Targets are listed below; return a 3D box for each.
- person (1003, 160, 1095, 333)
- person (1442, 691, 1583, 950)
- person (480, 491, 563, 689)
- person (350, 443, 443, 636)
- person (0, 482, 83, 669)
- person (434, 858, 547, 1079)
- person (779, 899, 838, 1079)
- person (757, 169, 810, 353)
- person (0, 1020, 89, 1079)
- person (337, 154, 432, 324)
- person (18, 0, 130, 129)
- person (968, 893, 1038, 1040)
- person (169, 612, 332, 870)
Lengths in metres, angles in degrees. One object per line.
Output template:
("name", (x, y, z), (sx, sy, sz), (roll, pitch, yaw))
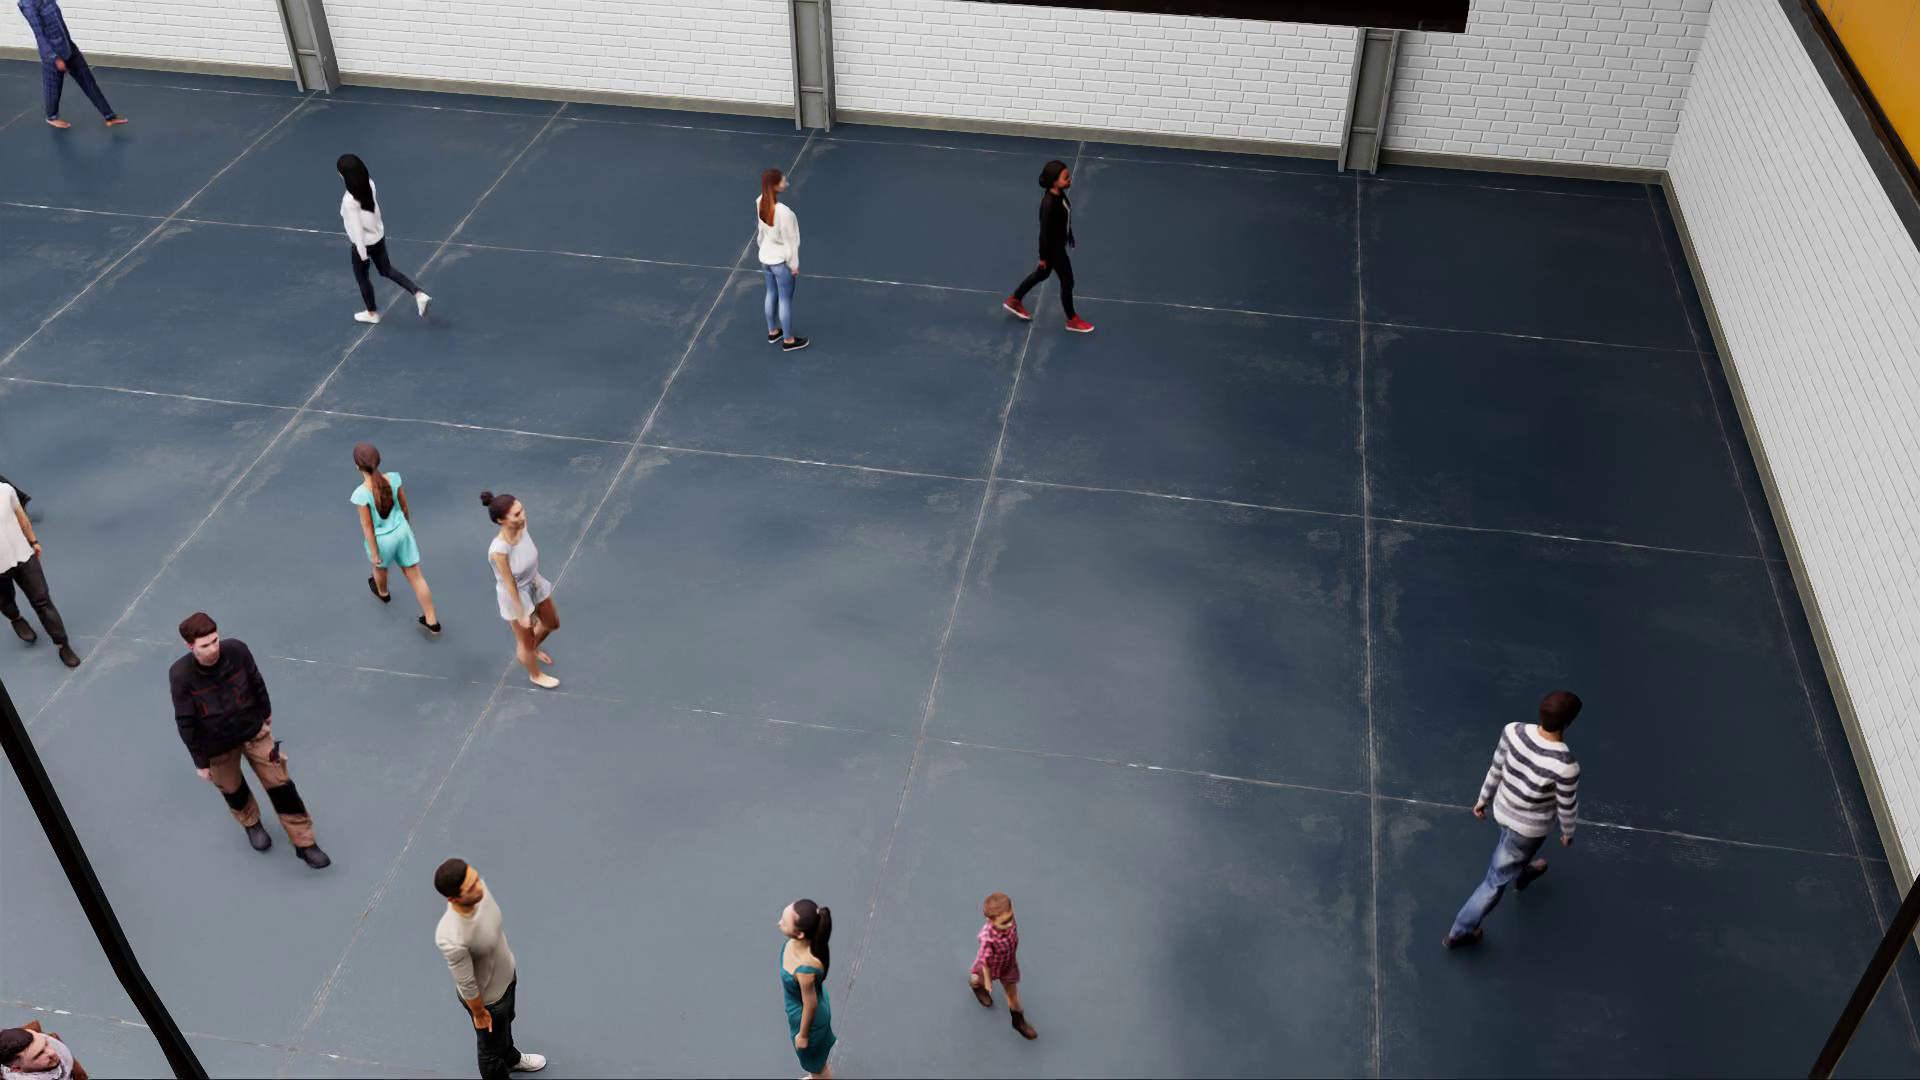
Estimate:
("person", (0.758, -2.632, 14.873), (1.081, 1.644, 0.600), (7, 39, 9))
("person", (3.112, 1.624, 9.420), (1.258, 1.800, 1.170), (-21, 43, -24))
("person", (-3.011, 0.343, 11.180), (0.604, 1.605, 0.608), (12, 40, 15))
("person", (-3.949, 0.019, 11.657), (1.127, 1.516, 0.943), (31, 48, 33))
("person", (-6.603, 0.099, 11.425), (1.182, 1.680, 1.031), (31, 48, 33))
("person", (-2.463, 2.277, 8.592), (0.609, 1.812, 0.688), (-1, 39, -1))
("person", (-0.779, 2.410, 8.526), (0.580, 1.687, 0.599), (-5, 39, -6))
("person", (-1.593, -2.467, 14.628), (0.765, 1.693, 0.691), (-27, 46, -30))
("person", (-4.280, 2.902, 7.832), (1.195, 1.784, 0.910), (-4, 39, -5))
("person", (-5.213, -2.667, 14.887), (0.996, 1.683, 0.656), (8, 39, 9))
("person", (-9.903, -5.289, 18.096), (1.181, 1.775, 0.687), (7, 39, 9))
("person", (0.176, 2.294, 9.219), (0.687, 1.002, 0.786), (-29, 47, -31))
("person", (-4.389, 1.142, 9.945), (1.055, 1.897, 1.149), (-28, 46, -30))
